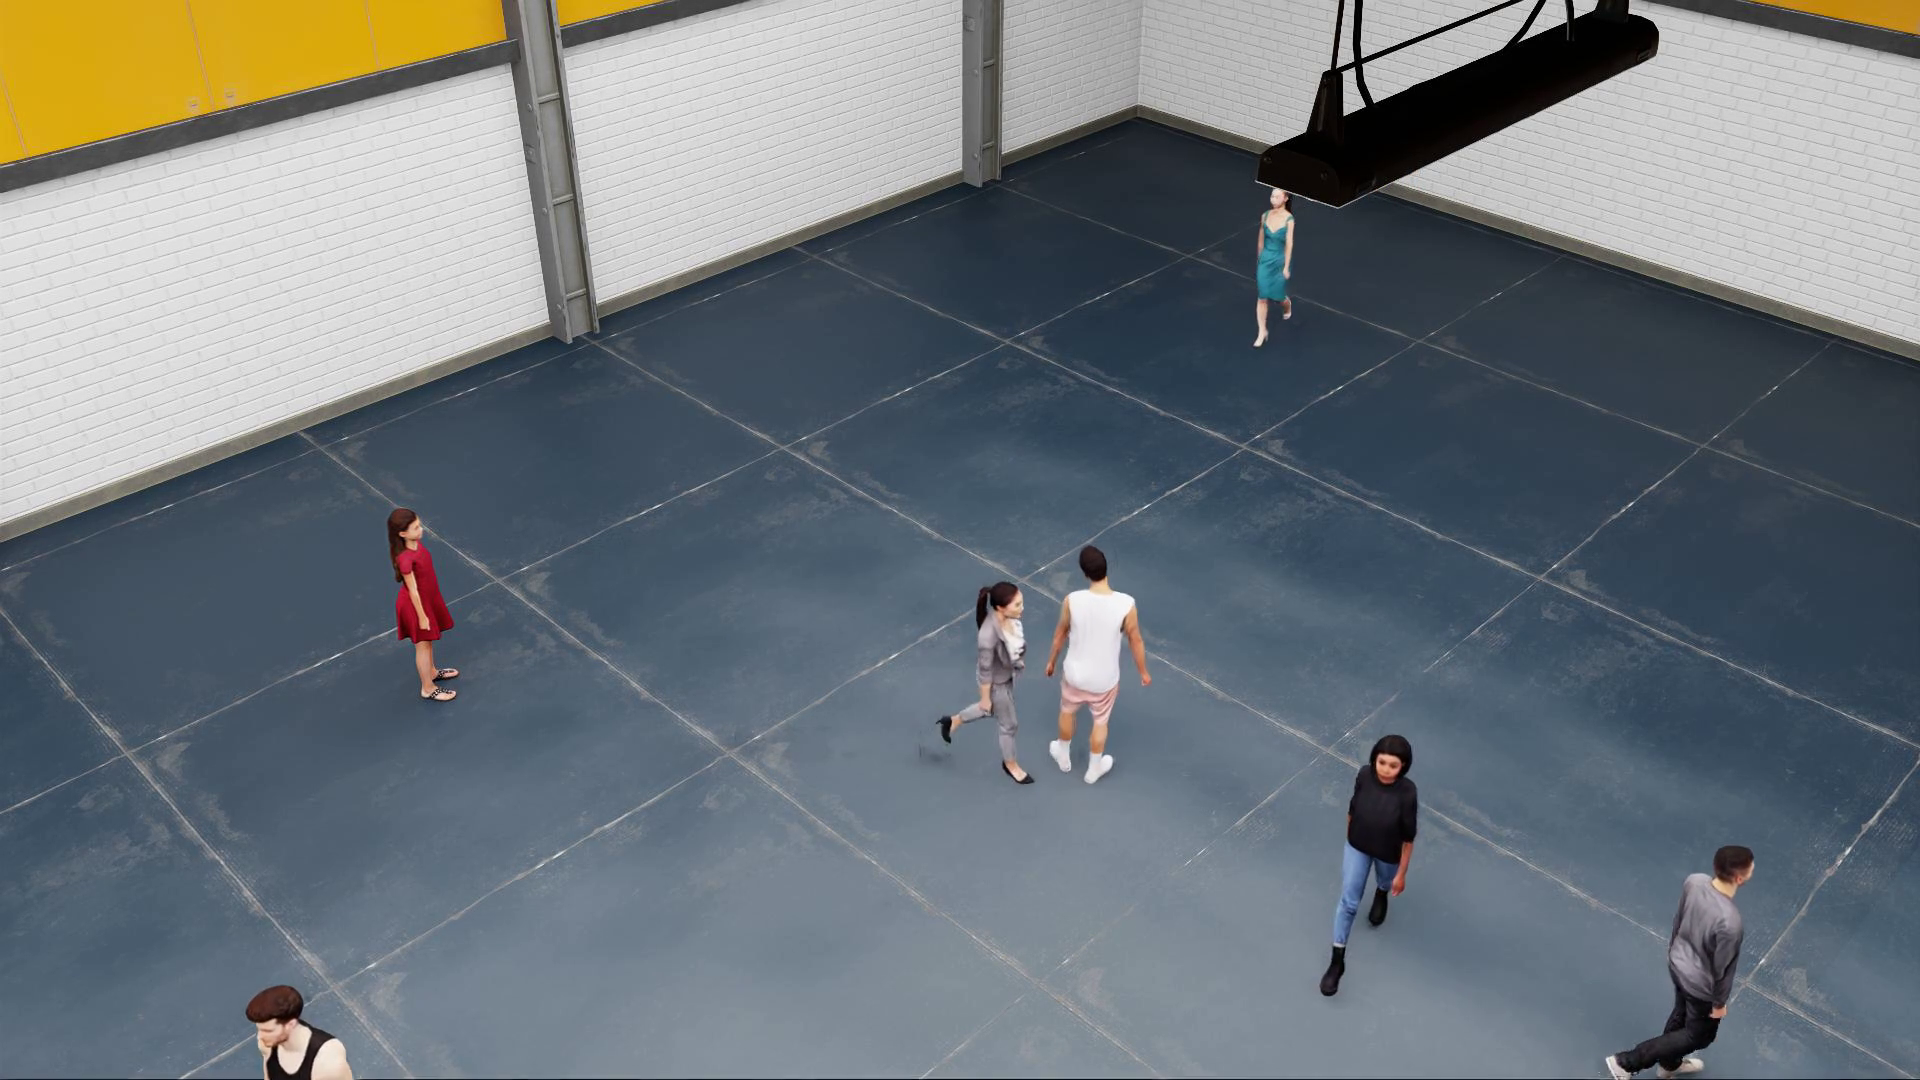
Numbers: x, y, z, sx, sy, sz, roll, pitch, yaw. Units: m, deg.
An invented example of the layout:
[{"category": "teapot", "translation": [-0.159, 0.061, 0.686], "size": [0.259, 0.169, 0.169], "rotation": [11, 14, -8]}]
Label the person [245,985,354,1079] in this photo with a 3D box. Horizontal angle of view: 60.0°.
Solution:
[{"category": "person", "translation": [-3.037, 2.781, 8.097], "size": [0.917, 1.862, 1.230], "rotation": [17, 37, 24]}]

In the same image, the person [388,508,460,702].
[{"category": "person", "translation": [-3.873, 0.438, 11.902], "size": [0.735, 1.553, 0.675], "rotation": [-6, 34, -9]}]

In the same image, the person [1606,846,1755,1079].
[{"category": "person", "translation": [3.873, 2.337, 8.870], "size": [1.024, 1.746, 0.922], "rotation": [-5, 34, -7]}]

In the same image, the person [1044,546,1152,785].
[{"category": "person", "translation": [0.868, 0.860, 11.071], "size": [0.919, 1.769, 0.881], "rotation": [12, 35, 18]}]

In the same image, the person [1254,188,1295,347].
[{"category": "person", "translation": [3.174, -2.745, 16.585], "size": [0.603, 1.670, 0.840], "rotation": [25, 41, 32]}]

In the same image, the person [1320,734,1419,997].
[{"category": "person", "translation": [2.479, 1.782, 9.792], "size": [0.847, 1.649, 1.241], "rotation": [15, 36, 21]}]

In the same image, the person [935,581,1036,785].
[{"category": "person", "translation": [0.182, 0.923, 11.083], "size": [0.948, 1.651, 1.035], "rotation": [11, 35, 16]}]
